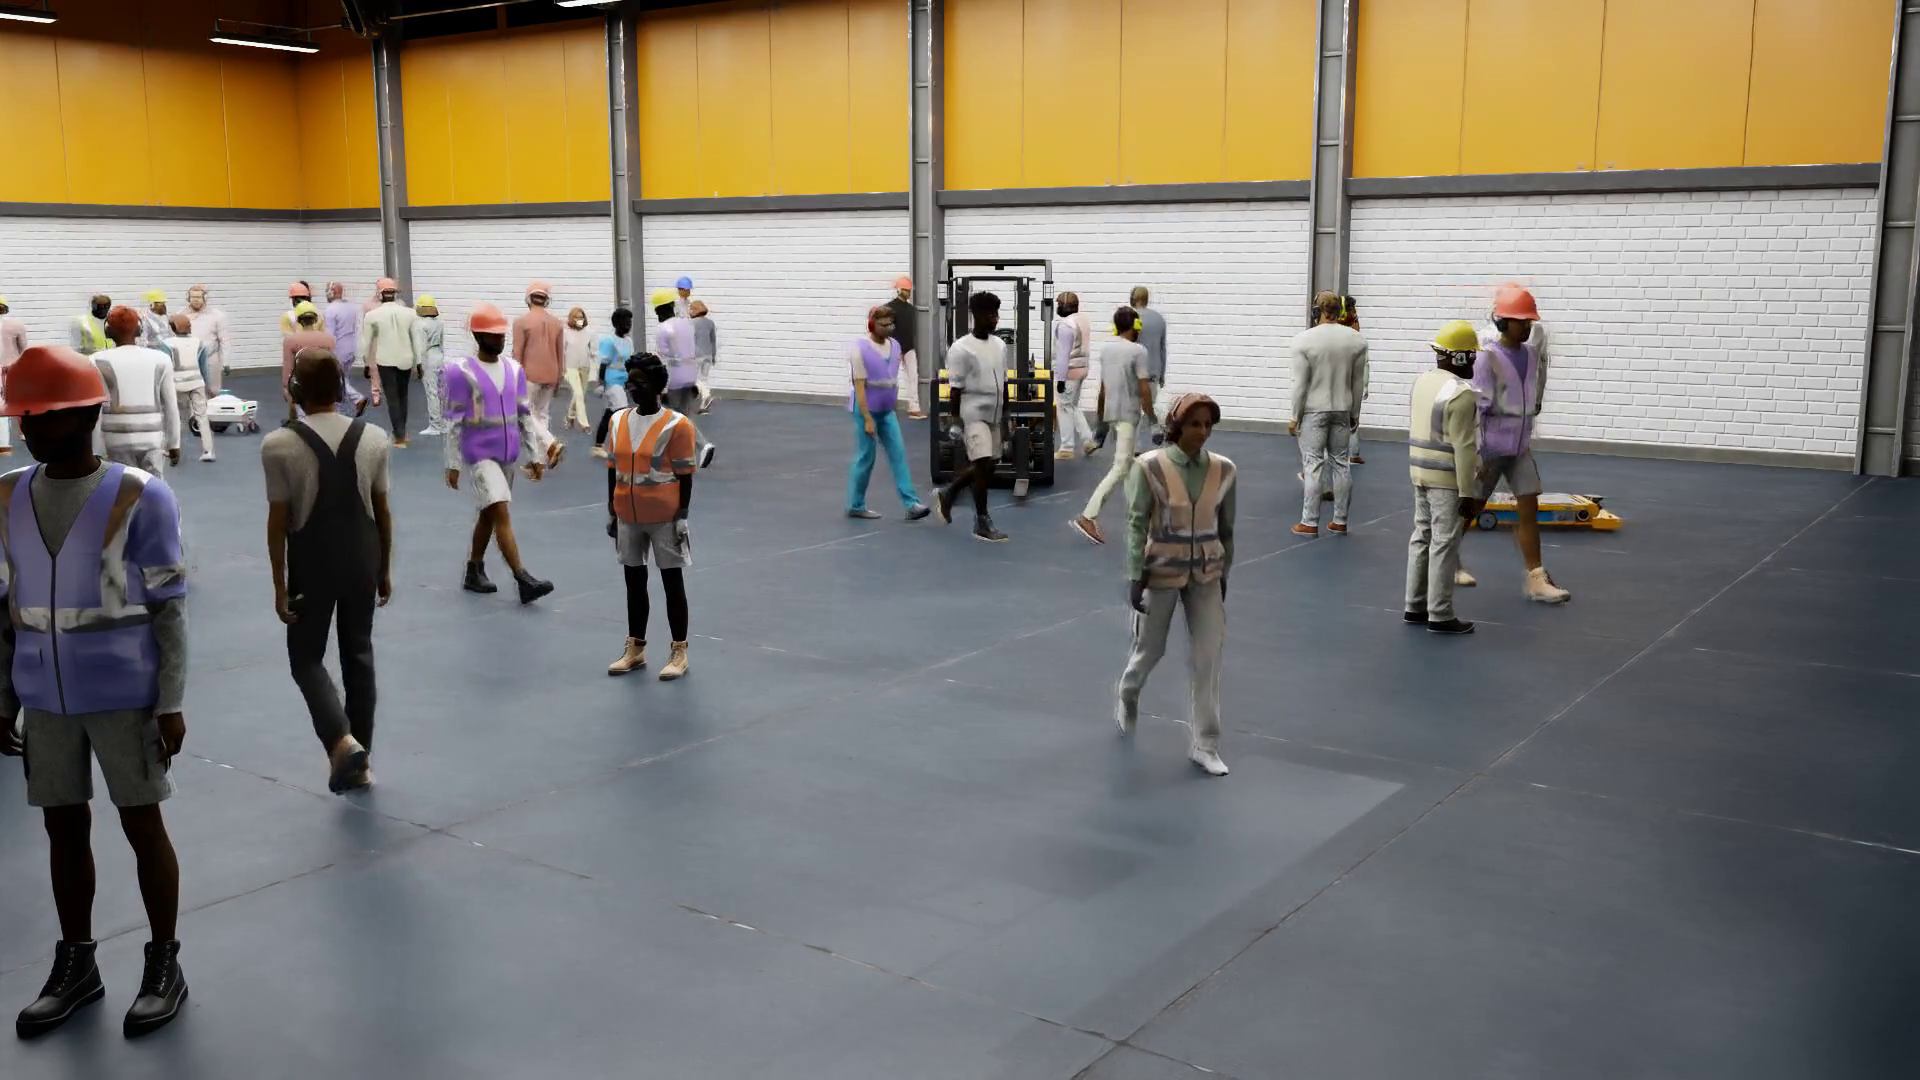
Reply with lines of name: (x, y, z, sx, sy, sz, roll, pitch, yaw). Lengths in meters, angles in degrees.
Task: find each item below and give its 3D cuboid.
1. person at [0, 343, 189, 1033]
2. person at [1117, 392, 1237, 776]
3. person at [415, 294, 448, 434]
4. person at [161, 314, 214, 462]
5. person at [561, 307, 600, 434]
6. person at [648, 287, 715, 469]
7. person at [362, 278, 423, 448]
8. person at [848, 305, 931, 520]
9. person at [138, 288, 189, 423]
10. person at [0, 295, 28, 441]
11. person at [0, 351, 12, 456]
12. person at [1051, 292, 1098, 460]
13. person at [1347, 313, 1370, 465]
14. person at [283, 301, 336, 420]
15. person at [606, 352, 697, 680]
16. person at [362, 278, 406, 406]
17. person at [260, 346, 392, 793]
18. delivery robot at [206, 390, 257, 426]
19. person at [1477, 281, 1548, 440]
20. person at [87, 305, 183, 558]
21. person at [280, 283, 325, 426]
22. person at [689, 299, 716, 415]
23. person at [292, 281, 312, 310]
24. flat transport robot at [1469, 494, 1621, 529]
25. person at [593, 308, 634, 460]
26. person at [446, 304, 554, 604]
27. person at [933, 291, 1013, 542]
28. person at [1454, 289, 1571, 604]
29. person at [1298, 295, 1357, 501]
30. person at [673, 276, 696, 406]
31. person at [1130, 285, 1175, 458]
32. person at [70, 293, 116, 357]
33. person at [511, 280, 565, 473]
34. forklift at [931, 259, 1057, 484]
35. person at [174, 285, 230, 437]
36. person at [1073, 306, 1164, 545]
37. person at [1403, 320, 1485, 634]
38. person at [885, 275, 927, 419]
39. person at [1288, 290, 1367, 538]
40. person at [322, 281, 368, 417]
person: (-2.442, 0.424, 4.641, 0.552, 1.937, 0.356, 0, 10, 1)
person: (0.930, 0.155, 7.212, 0.520, 1.610, 0.730, -2, 10, -13)
person: (-6.611, -2.184, 20.754, 0.312, 1.744, 0.487, 3, 10, 16)
person: (-8.363, -1.640, 17.964, 0.877, 1.587, 0.539, 7, 12, 37)
person: (-4.850, -2.151, 21.035, 0.506, 1.592, 0.860, -7, 12, -36)
person: (-2.840, -1.594, 16.767, 0.545, 1.898, 0.624, 5, 11, 27)
person: (-6.679, -2.073, 19.469, 0.638, 1.944, 0.977, -7, 12, -35)
person: (-0.619, -1.022, 13.693, 0.894, 1.795, 0.642, 7, 12, 36)
person: (-10.728, -2.456, 22.203, 0.834, 1.808, 0.591, 2, 10, 11)
person: (-11.407, -2.043, 19.854, 0.533, 1.765, 0.330, -7, 12, -37)
person: (-10.943, -1.850, 18.476, 0.975, 1.831, 0.596, 5, 11, 28)
person: (1.226, -1.781, 18.108, 0.518, 1.829, 0.648, 4, 10, 21)
person: (4.113, -1.617, 17.705, 0.497, 1.633, 0.284, 6, 11, 31)
person: (-6.724, -1.590, 17.242, 0.533, 1.777, 0.516, -6, 11, -31)
person: (-1.609, -0.123, 8.620, 0.534, 1.697, 0.318, 4, 10, 22)
person: (-8.565, -2.952, 24.842, 0.642, 1.909, 0.399, -5, 11, -26)
person: (-2.490, 0.144, 6.656, 0.506, 1.831, 0.499, -7, 12, -38)
delivery robot: (-9.128, -1.623, 20.668, 0.707, 0.478, 0.477, 1, 10, 5)
person: (4.715, -1.206, 14.233, 0.625, 1.995, 1.064, 1, 10, 6)
person: (-5.585, -0.652, 11.267, 0.580, 1.872, 0.543, -9, 13, -44)
person: (-8.063, -2.196, 20.397, 0.574, 1.881, 0.991, -9, 13, -41)
person: (-3.607, -2.556, 23.309, 0.415, 1.617, 0.536, 8, 12, 40)
person: (-9.684, -2.869, 24.486, 0.375, 1.872, 0.686, -2, 10, -15)
flat transport robot: (4.573, -0.248, 13.595, 1.431, 0.197, 0.652, 1, 10, 6)
person: (-3.634, -1.667, 17.922, 0.856, 1.644, 0.545, 3, 10, 15)
person: (-2.924, -0.549, 10.587, 0.975, 1.882, 0.565, 7, 12, 37)
person: (0.095, -0.977, 13.002, 0.801, 1.940, 0.620, 8, 12, 39)
person: (3.493, -0.618, 10.722, 0.631, 1.989, 1.071, -5, 11, -27)
person: (3.307, -1.249, 14.858, 0.454, 1.858, 0.506, -1, 10, -7)
person: (-4.049, -2.932, 24.645, 0.616, 1.925, 0.643, 6, 11, 34)
person: (2.067, -1.799, 17.982, 0.642, 1.913, 0.717, -8, 12, -39)
person: (-10.911, -2.226, 20.962, 1.034, 1.778, 0.646, 8, 12, 39)
person: (-4.238, -1.643, 16.861, 0.600, 1.968, 0.641, 7, 12, 36)
forklift: (0.370, -1.738, 16.759, 1.214, 2.155, 2.313, 1, 10, 3)
person: (-9.472, -2.255, 20.833, 0.645, 1.870, 0.933, -3, 10, -16)
person: (1.213, -0.896, 12.880, 0.854, 1.824, 0.627, -6, 11, -32)
person: (2.820, -0.358, 9.653, 0.403, 1.826, 0.596, -2, 10, -12)
person: (-0.852, -2.651, 22.863, 0.898, 1.969, 0.614, 9, 13, 44)
person: (2.854, -0.981, 13.019, 0.630, 1.938, 0.373, -3, 10, -15)
person: (-8.355, -2.555, 22.552, 0.615, 1.891, 0.649, 2, 10, 12)
